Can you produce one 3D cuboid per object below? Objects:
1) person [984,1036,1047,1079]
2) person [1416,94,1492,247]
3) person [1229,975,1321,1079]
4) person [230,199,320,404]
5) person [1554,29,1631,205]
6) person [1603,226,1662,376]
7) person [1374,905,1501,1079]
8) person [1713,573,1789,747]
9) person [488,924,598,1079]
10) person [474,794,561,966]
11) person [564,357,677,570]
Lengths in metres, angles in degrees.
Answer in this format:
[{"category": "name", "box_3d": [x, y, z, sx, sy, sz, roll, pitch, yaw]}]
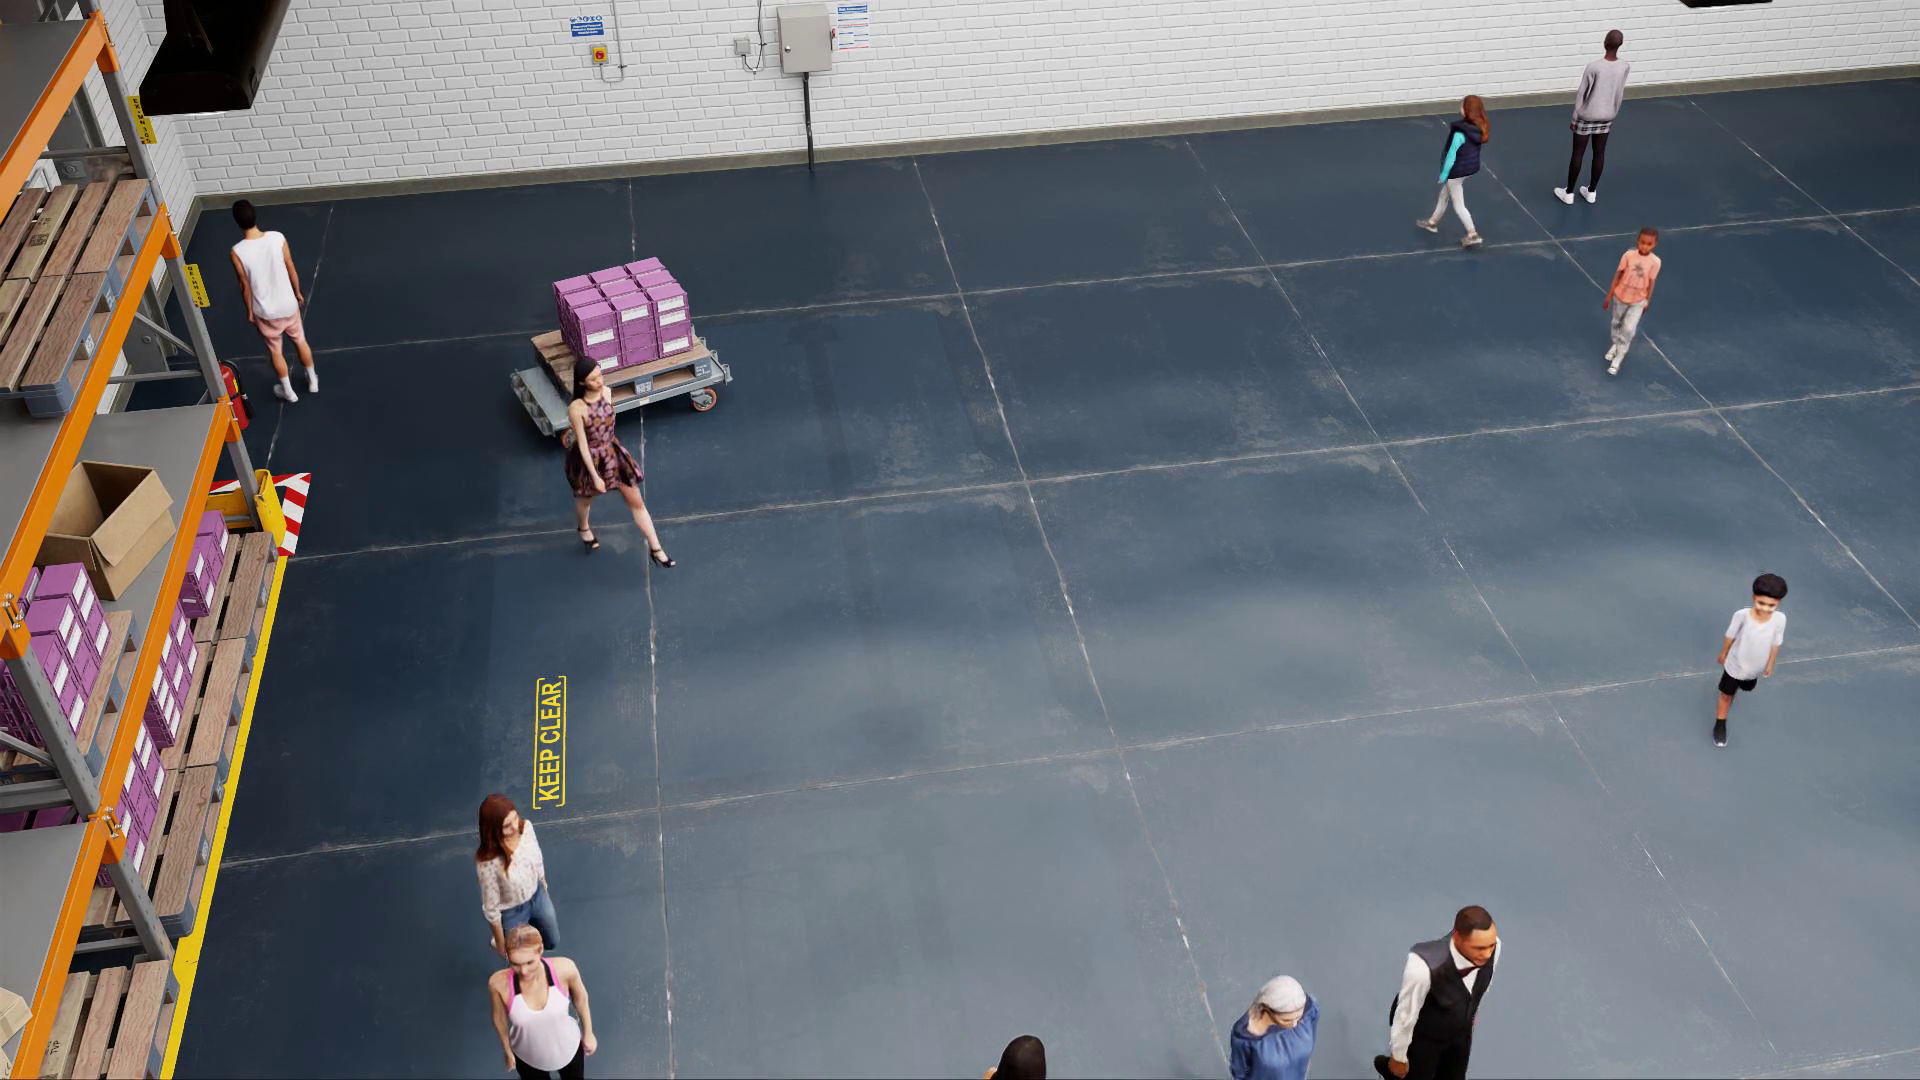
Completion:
[{"category": "person", "box_3d": [0.273, 2.861, 7.784, 0.617, 1.650, 0.662, 21, 43, 24]}, {"category": "person", "box_3d": [4.828, -3.505, 15.900, 1.042, 1.470, 0.920, 30, 47, 32]}, {"category": "person", "box_3d": [1.458, 2.553, 8.145, 0.717, 1.682, 0.781, -16, 41, -19]}, {"category": "person", "box_3d": [-5.660, -1.959, 13.710, 0.734, 1.788, 0.742, -27, 46, -30]}, {"category": "person", "box_3d": [6.325, -4.199, 16.528, 0.612, 1.769, 0.516, -4, 39, -5]}, {"category": "person", "box_3d": [5.783, -2.125, 14.314, 0.757, 1.292, 0.813, 25, 45, 28]}, {"category": "person", "box_3d": [2.294, 2.331, 8.249, 0.844, 1.898, 0.874, -14, 41, -17]}, {"category": "person", "box_3d": [5.119, 0.715, 10.795, 0.678, 1.247, 0.880, 9, 40, 11]}, {"category": "person", "box_3d": [-2.021, 2.471, 8.163, 0.614, 1.787, 0.530, -9, 40, -11]}, {"category": "person", "box_3d": [-2.422, 1.943, 8.879, 0.942, 1.719, 0.910, 19, 43, 23]}, {"category": "person", "box_3d": [-2.669, -0.550, 11.997, 1.198, 1.723, 1.138, 23, 44, 26]}]
